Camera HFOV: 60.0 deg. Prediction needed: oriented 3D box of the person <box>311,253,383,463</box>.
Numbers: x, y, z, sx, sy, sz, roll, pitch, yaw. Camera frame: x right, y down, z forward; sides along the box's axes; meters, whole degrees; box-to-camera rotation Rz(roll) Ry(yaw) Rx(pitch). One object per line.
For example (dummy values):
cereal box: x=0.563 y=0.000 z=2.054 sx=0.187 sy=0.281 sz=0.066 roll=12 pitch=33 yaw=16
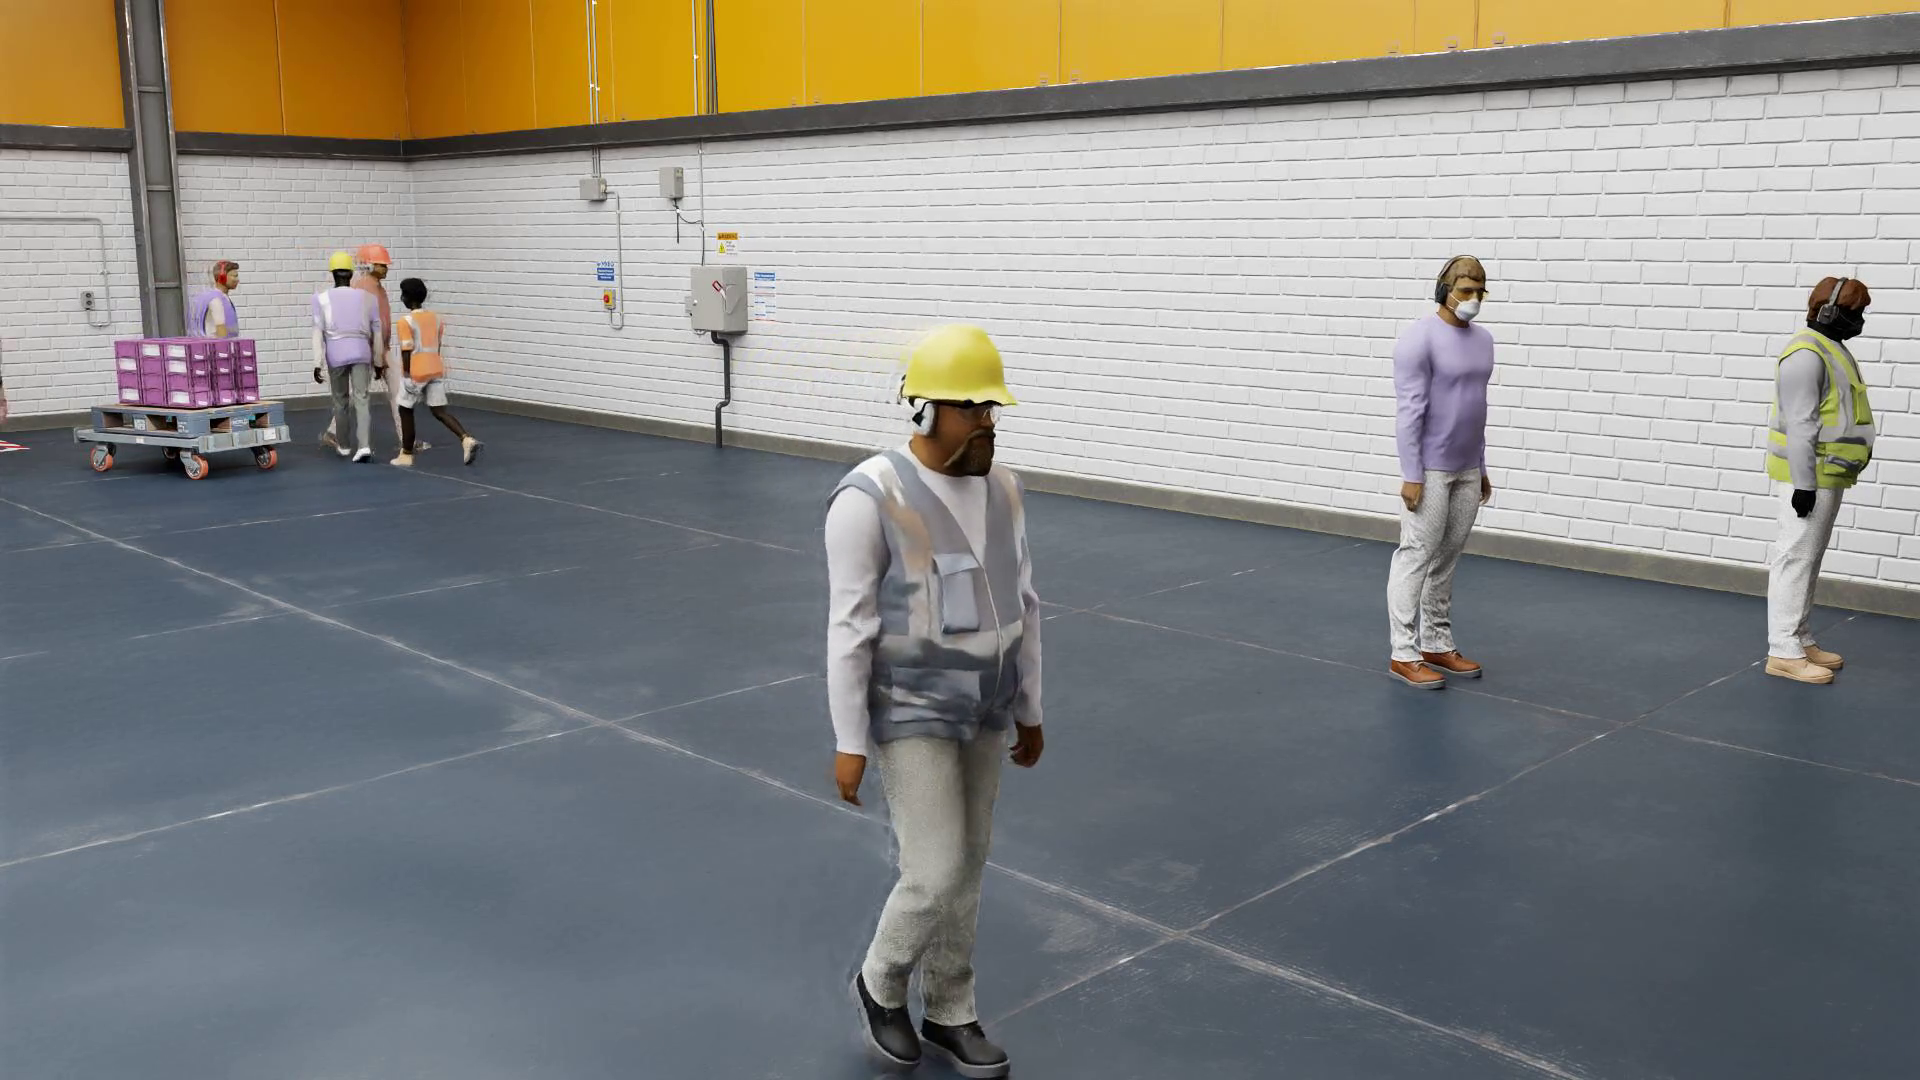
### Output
person: x=-5.506 y=-1.637 z=14.977 sx=0.622 sy=1.868 sz=1.012 roll=-5 pitch=11 yaw=-25

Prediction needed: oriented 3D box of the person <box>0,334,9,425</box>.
person: x=-8.242 y=-1.436 z=13.814 sx=0.642 sy=1.888 sz=0.480 roll=1 pitch=10 yaw=4

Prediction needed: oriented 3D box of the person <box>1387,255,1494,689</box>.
person: x=2.189 y=-0.309 z=7.522 sx=0.627 sy=1.936 sz=0.373 roll=-8 pitch=13 yaw=-38

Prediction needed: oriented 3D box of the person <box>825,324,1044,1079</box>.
person: x=-0.036 y=0.403 z=3.949 sx=0.421 sy=1.819 sz=0.622 roll=10 pitch=14 yaw=43

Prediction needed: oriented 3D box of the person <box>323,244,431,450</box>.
person: x=-5.550 y=-1.796 z=15.597 sx=0.963 sy=1.951 sz=0.586 roll=2 pitch=11 yaw=10

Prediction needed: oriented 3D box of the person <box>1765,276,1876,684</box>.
person: x=3.940 y=-0.281 z=7.637 sx=0.429 sy=1.839 sz=0.623 roll=8 pitch=13 yaw=36

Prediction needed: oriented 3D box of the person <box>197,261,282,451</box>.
person: x=-7.019 y=-1.729 z=15.708 sx=0.971 sy=1.796 sz=0.572 roll=-3 pitch=11 yaw=-15

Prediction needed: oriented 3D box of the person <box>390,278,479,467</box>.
person: x=-4.611 y=-1.446 z=14.455 sx=0.785 sy=1.665 sz=0.532 roll=4 pitch=11 yaw=22
